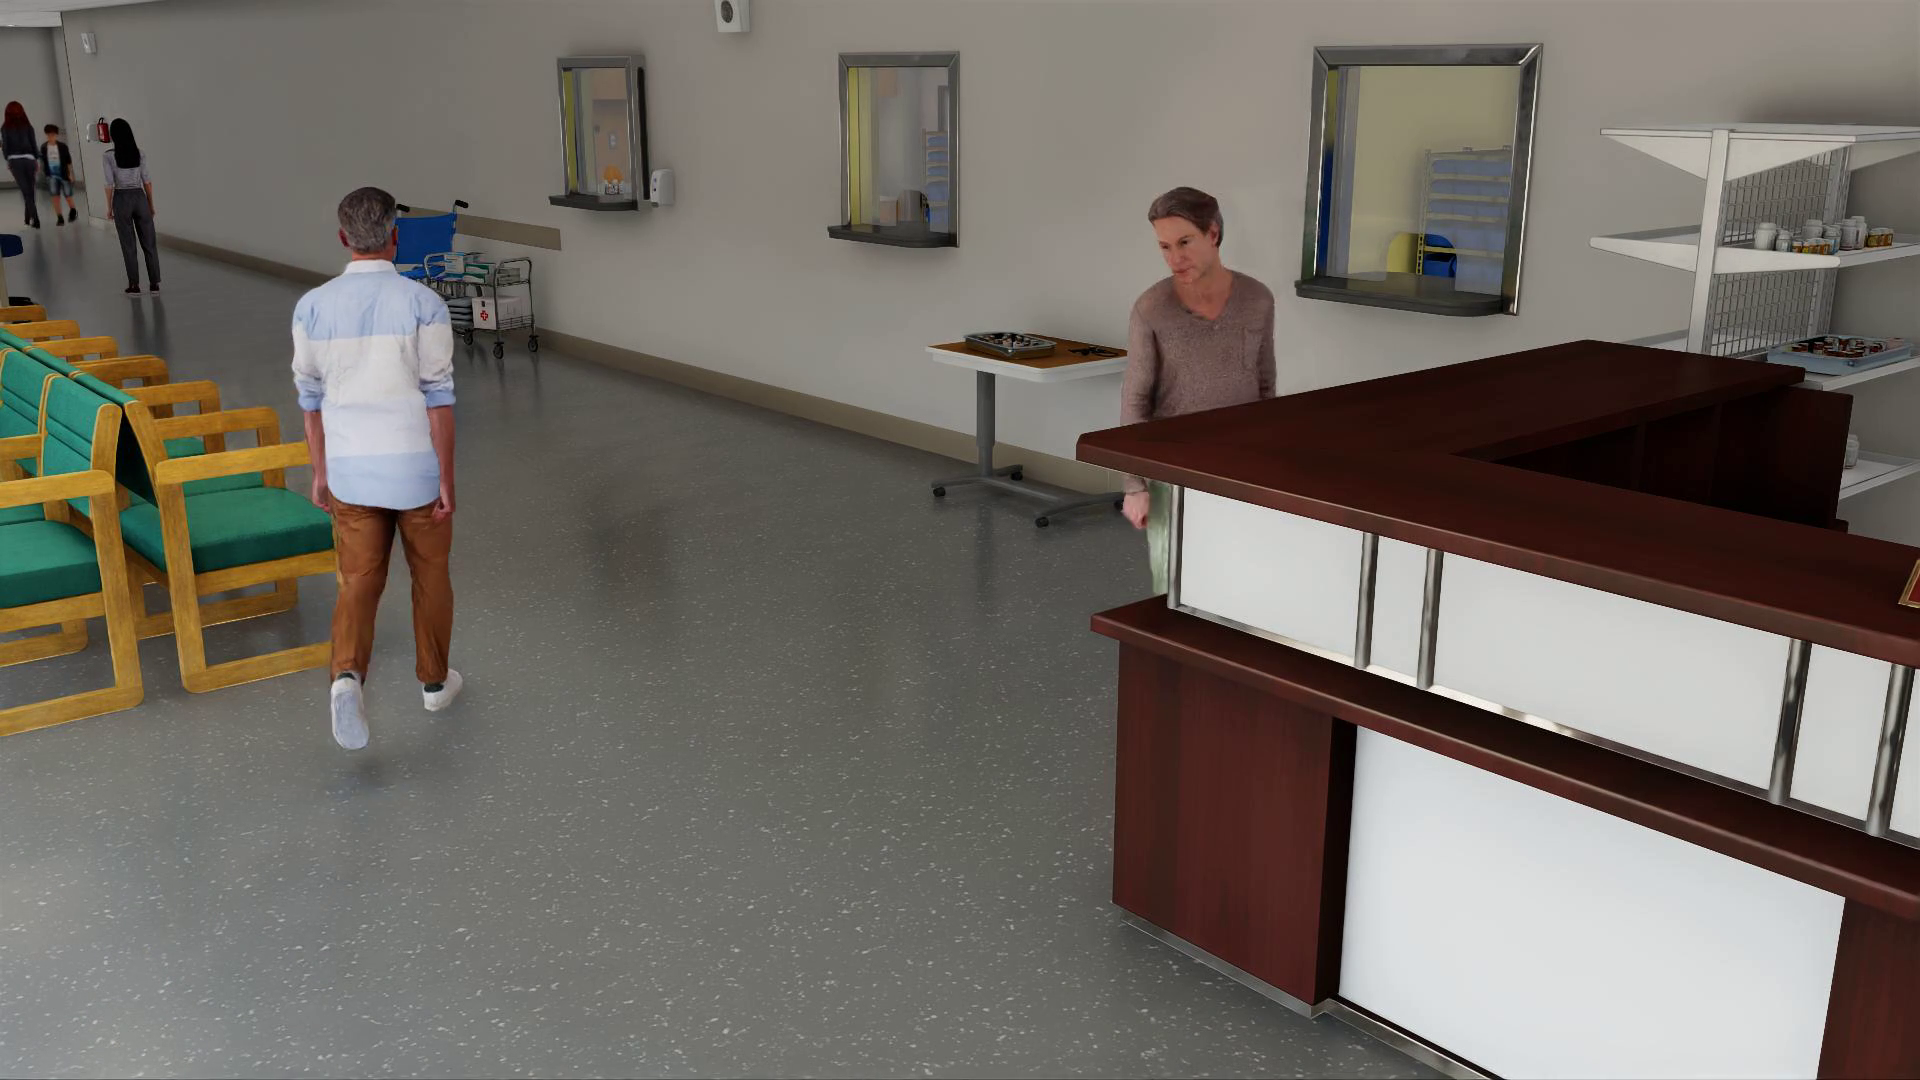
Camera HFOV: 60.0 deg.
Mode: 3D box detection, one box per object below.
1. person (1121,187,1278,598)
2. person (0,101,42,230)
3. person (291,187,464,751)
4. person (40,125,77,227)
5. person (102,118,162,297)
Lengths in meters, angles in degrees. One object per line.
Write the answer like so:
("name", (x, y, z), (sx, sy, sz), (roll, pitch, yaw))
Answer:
("person", (0.774, -0.182, 5.305), (0.813, 1.827, 0.974), (-8, 17, -25))
("person", (-13.164, -5.236, 23.390), (0.951, 1.739, 0.643), (-14, 21, -40))
("person", (-1.895, -0.206, 5.437), (1.129, 1.801, 1.129), (-1, 16, -3))
("person", (-13.099, -5.302, 24.203), (0.894, 1.427, 0.818), (-4, 16, -15))
("person", (-8.304, -3.339, 16.669), (0.442, 1.736, 0.647), (-13, 20, -38))
